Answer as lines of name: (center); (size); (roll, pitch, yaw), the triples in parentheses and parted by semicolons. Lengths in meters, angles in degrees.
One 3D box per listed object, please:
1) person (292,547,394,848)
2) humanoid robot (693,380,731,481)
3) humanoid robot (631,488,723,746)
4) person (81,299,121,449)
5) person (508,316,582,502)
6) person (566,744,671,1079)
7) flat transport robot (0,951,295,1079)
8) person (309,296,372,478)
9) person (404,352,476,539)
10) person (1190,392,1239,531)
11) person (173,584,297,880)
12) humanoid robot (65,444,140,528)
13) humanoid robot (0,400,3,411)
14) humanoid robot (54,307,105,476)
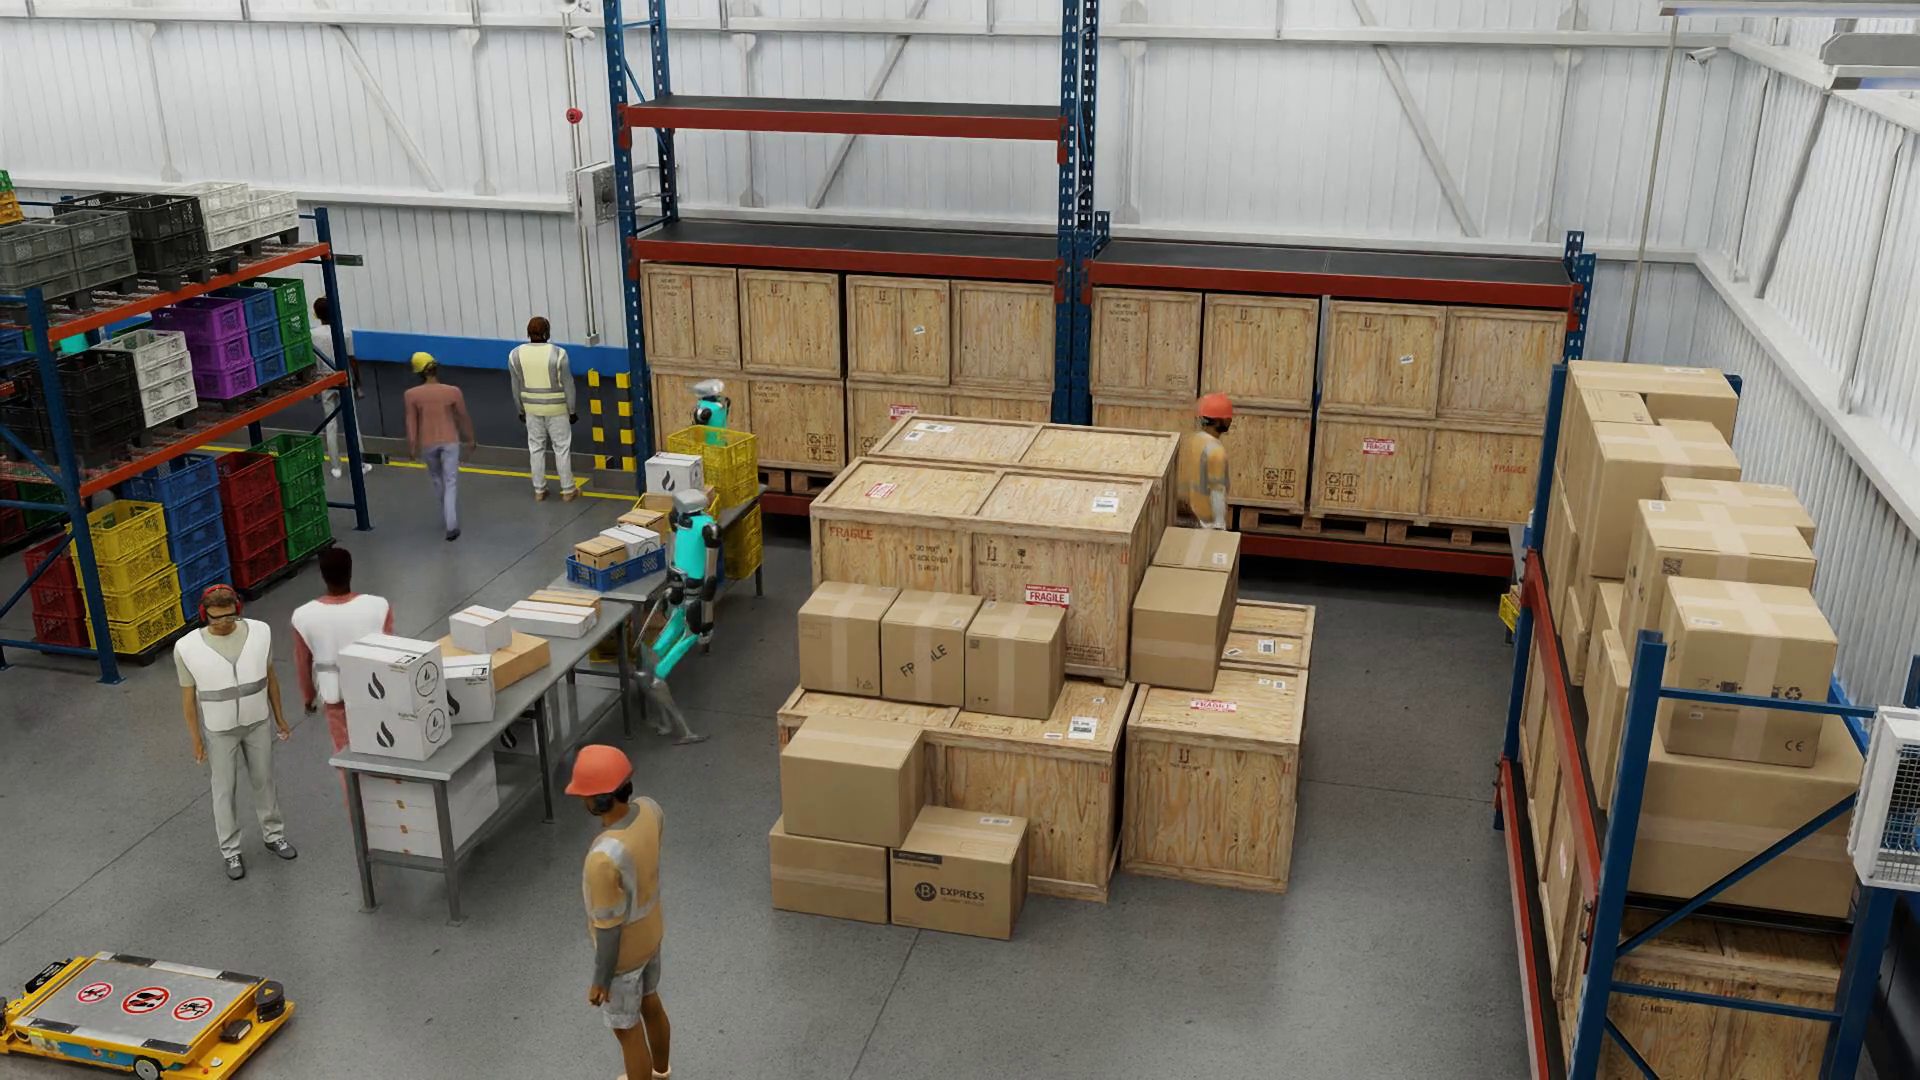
person: (-3.794, 0.932, 10.367); (0.602, 1.863, 1.010); (-8, 22, -19)
humanoid robot: (-2.342, -0.500, 14.381); (0.746, 1.835, 0.540); (6, 22, 15)
humanoid robot: (-2.003, 0.558, 11.510); (0.776, 1.750, 0.578); (-18, 27, -39)
person: (-9.186, -1.912, 17.560); (0.365, 2.046, 0.613); (-2, 21, -6)
person: (-4.011, -1.264, 16.156); (0.621, 1.840, 0.429); (2, 21, 6)
person: (-1.568, 1.861, 7.702); (0.376, 2.039, 0.605); (4, 21, 11)
flat transport robot: (-4.270, 2.464, 8.601); (1.431, 0.231, 0.659); (5, 22, 13)
person: (-6.322, -1.542, 16.849); (0.517, 1.864, 0.332); (-4, 21, -10)
person: (-4.801, -0.913, 15.419); (0.580, 1.696, 0.931); (-4, 21, -11)
person: (1.981, -0.255, 13.395); (0.667, 1.918, 0.559); (-2, 21, -5)
person: (-4.322, 1.109, 9.945); (0.562, 1.837, 0.390); (-18, 27, -39)
humanoid robot: (-7.617, -0.627, 14.716); (0.600, 1.643, 0.406); (-12, 24, -28)
humanoid robot: (-9.648, -1.215, 16.223); (0.557, 1.835, 0.667); (18, 27, 39)
humanoid robot: (-8.922, -1.373, 16.626); (0.528, 1.799, 0.797); (3, 21, 9)
